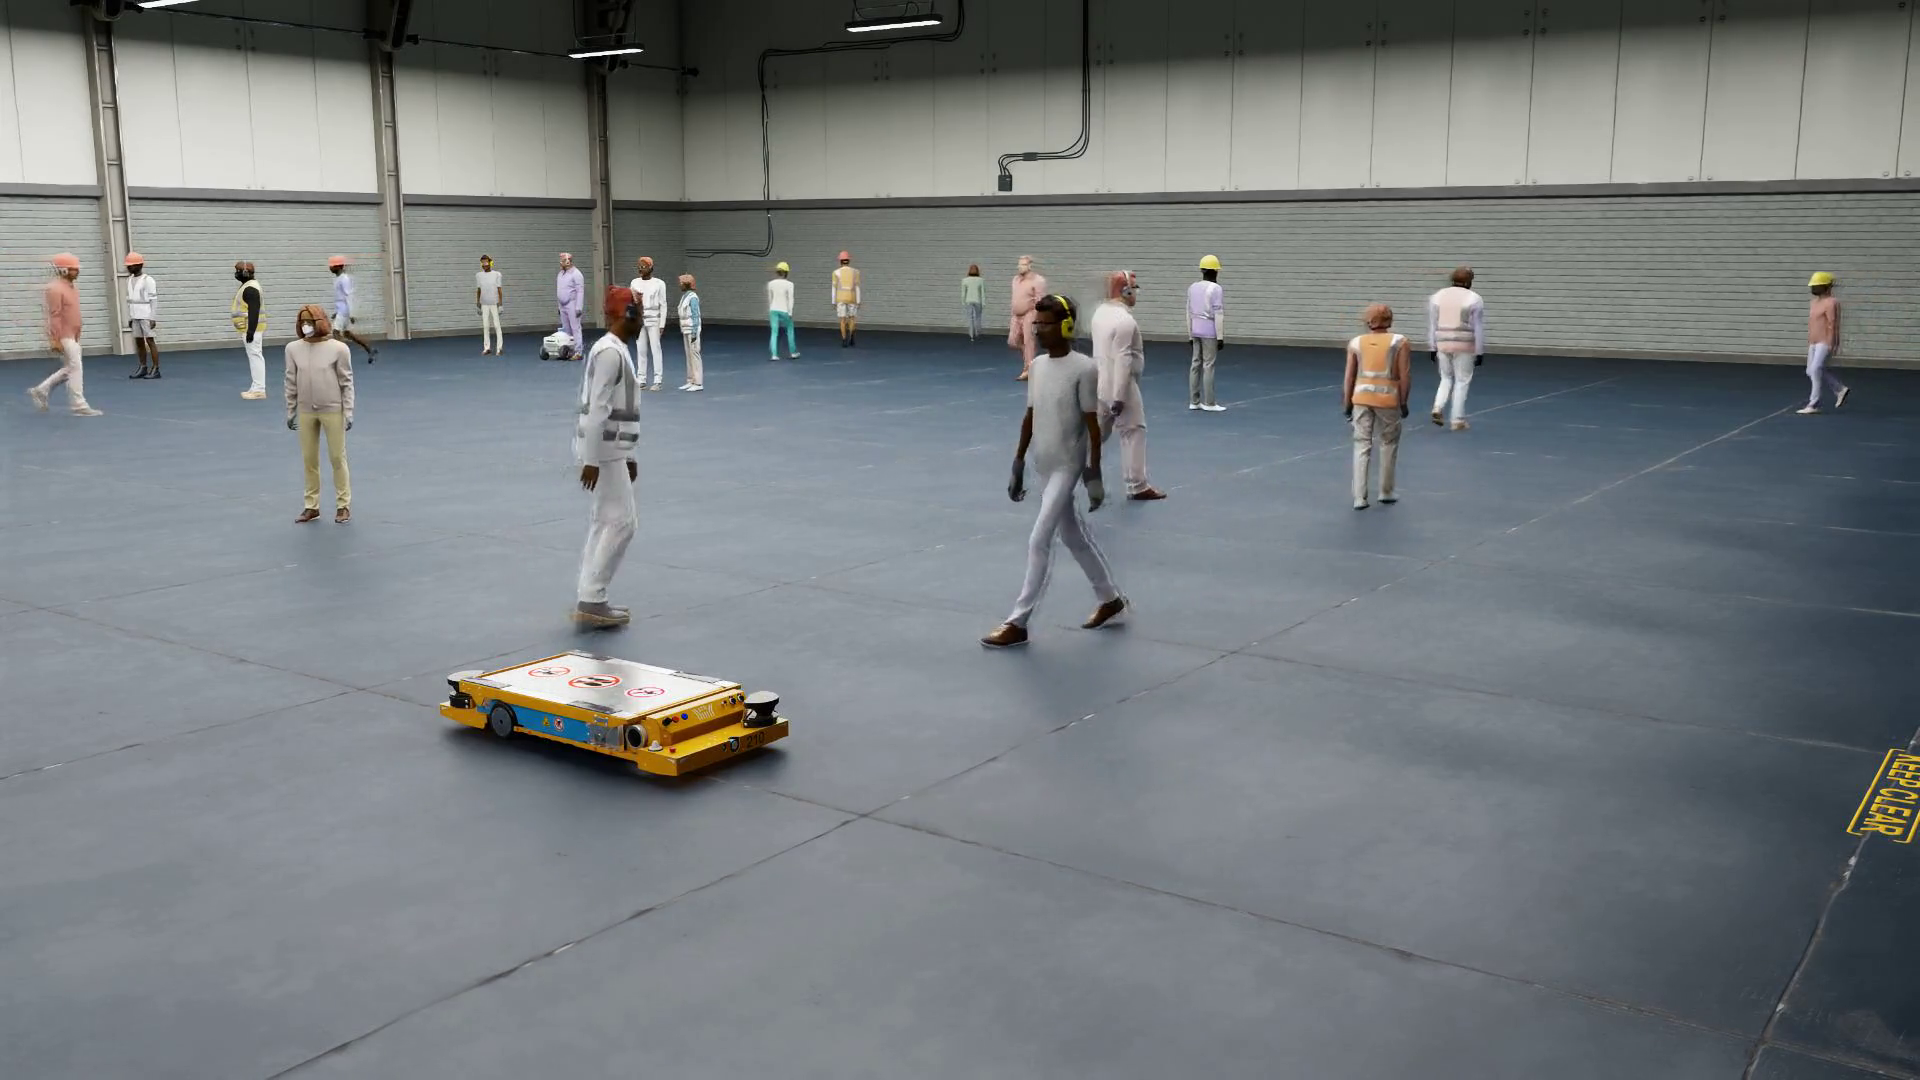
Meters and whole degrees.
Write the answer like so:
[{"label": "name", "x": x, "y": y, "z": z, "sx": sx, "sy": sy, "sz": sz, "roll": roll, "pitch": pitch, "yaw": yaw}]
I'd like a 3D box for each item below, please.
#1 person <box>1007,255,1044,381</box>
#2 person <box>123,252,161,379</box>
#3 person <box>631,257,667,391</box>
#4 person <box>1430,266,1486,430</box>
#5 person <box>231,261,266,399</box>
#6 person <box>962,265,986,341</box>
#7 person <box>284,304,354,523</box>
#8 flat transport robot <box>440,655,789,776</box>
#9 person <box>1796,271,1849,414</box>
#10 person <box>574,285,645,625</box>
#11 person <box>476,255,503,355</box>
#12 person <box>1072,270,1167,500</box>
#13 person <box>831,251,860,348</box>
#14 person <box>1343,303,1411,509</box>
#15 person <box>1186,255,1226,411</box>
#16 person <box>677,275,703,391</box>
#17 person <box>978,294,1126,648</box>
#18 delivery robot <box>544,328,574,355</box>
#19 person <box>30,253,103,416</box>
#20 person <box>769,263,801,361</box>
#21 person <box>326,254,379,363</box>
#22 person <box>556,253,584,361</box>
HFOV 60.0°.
[{"label": "person", "x": 0.980, "y": -3.363, "z": 25.225, "sx": 0.417, "sy": 1.893, "sz": 0.671, "roll": -9, "pitch": 13, "yaw": -41}, {"label": "person", "x": -12.549, "y": -3.426, "z": 25.474, "sx": 0.549, "sy": 1.933, "sz": 0.373, "roll": 5, "pitch": 11, "yaw": 24}, {"label": "person", "x": -4.410, "y": -3.040, "z": 23.458, "sx": 0.573, "sy": 1.883, "sz": 0.355, "roll": 4, "pitch": 11, "yaw": 20}, {"label": "person", "x": 5.532, "y": -2.123, "z": 18.483, "sx": 0.442, "sy": 1.826, "sz": 0.650, "roll": -10, "pitch": 14, "yaw": -43}, {"label": "person", "x": -9.514, "y": -2.807, "z": 22.270, "sx": 0.429, "sy": 1.845, "sz": 0.621, "roll": -5, "pitch": 11, "yaw": -24}, {"label": "person", "x": 0.299, "y": -5.092, "z": 35.730, "sx": 0.520, "sy": 1.593, "sz": 0.816, "roll": 1, "pitch": 10, "yaw": 4}, {"label": "person", "x": -4.762, "y": -0.938, "z": 12.384, "sx": 0.503, "sy": 1.632, "sz": 0.271, "roll": 0, "pitch": 10, "yaw": 2}, {"label": "flat transport robot", "x": -1.478, "y": 0.700, "z": 7.023, "sx": 1.431, "sy": 0.197, "sz": 0.652, "roll": 7, "pitch": 12, "yaw": 35}, {"label": "person", "x": 10.580, "y": -2.404, "z": 20.290, "sx": 0.596, "sy": 1.745, "sz": 0.529, "roll": 0, "pitch": 10, "yaw": 0}, {"label": "person", "x": -1.922, "y": -0.463, "z": 9.114, "sx": 0.459, "sy": 1.848, "sz": 0.617, "roll": -2, "pitch": 10, "yaw": -12}, {"label": "person", "x": -8.758, "y": -4.367, "z": 30.966, "sx": 0.504, "sy": 1.862, "sz": 0.311, "roll": 1, "pitch": 10, "yaw": 5}, {"label": "person", "x": 1.203, "y": -1.231, "z": 13.374, "sx": 0.910, "sy": 1.876, "sz": 0.652, "roll": -3, "pitch": 11, "yaw": -18}, {"label": "person", "x": -2.293, "y": -4.804, "z": 33.254, "sx": 0.563, "sy": 1.913, "sz": 0.609, "roll": -2, "pitch": 10, "yaw": -11}, {"label": "person", "x": 3.293, "y": -1.060, "z": 13.121, "sx": 0.535, "sy": 1.604, "sz": 0.679, "roll": 6, "pitch": 12, "yaw": 32}, {"label": "person", "x": 3.058, "y": -2.559, "z": 20.636, "sx": 0.377, "sy": 1.929, "sz": 0.585, "roll": -7, "pitch": 12, "yaw": -33}, {"label": "person", "x": -3.802, "y": -2.916, "z": 23.453, "sx": 0.314, "sy": 1.636, "sz": 0.516, "roll": -5, "pitch": 11, "yaw": -25}, {"label": "person", "x": 0.518, "y": -0.375, "z": 8.744, "sx": 0.992, "sy": 1.820, "sz": 0.542, "roll": -7, "pitch": 12, "yaw": -33}, {"label": "delivery robot", "x": -7.133, "y": -3.545, "z": 29.747, "sx": 0.477, "sy": 0.478, "sz": 0.707, "roll": 3, "pitch": 11, "yaw": 18}, {"label": "person", "x": -10.803, "y": -2.456, "z": 19.963, "sx": 0.774, "sy": 1.973, "sz": 0.627, "roll": -1, "pitch": 10, "yaw": -7}, {"label": "person", "x": -3.148, "y": -4.066, "z": 29.652, "sx": 0.535, "sy": 1.727, "sz": 0.879, "roll": 3, "pitch": 11, "yaw": 18}, {"label": "person", "x": -10.352, "y": -3.882, "z": 28.145, "sx": 0.861, "sy": 1.906, "sz": 0.531, "roll": -5, "pitch": 11, "yaw": -26}, {"label": "person", "x": -6.960, "y": -4.143, "z": 29.588, "sx": 0.642, "sy": 1.905, "sz": 0.401, "roll": 10, "pitch": 14, "yaw": 43}]
